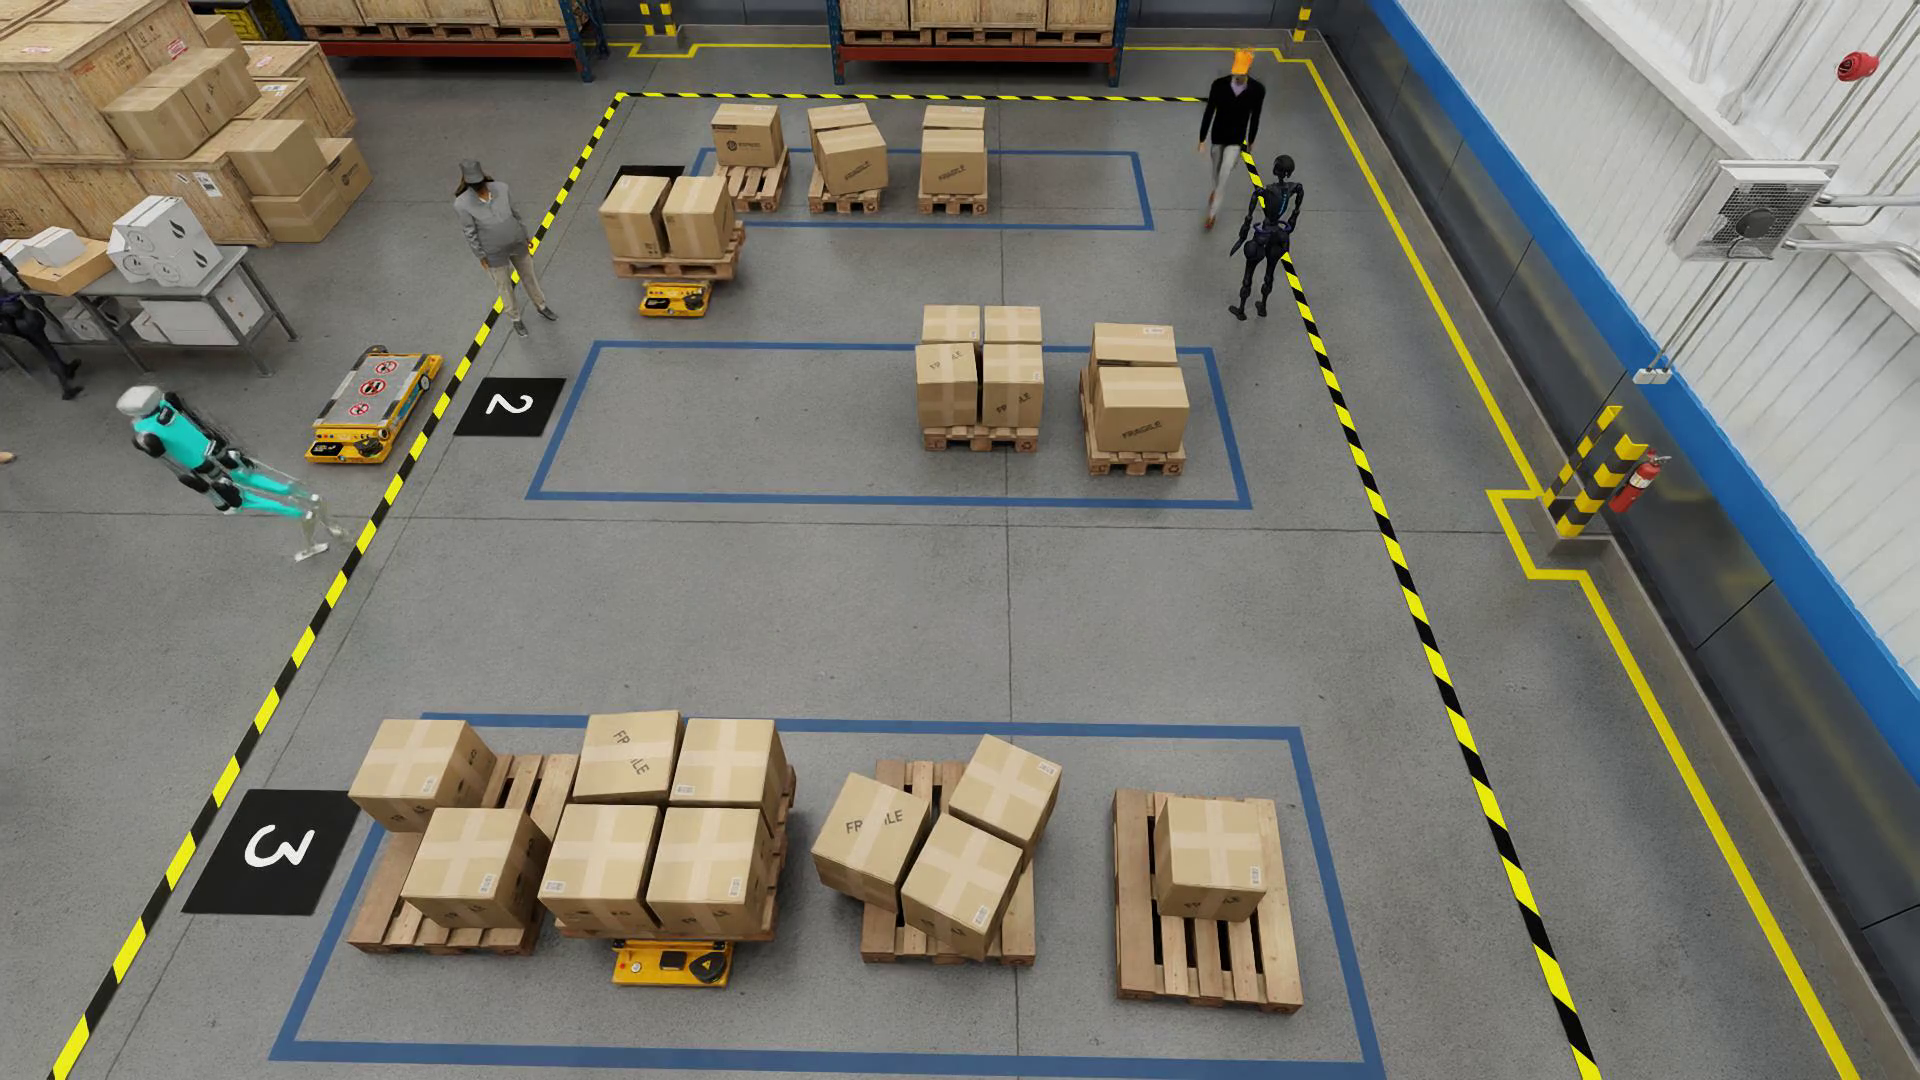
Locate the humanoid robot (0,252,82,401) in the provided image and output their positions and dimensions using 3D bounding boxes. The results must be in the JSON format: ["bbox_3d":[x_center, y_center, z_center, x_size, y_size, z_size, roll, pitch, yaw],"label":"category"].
[{"bbox_3d":[-8.478,-2.027,8.172,0.613,1.628,0.643,-9,50,-7],"label":"humanoid robot"}]

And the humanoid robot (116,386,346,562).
[{"bbox_3d":[-5.219,-0.452,6.810,0.800,1.791,0.564,-10,50,-8],"label":"humanoid robot"}]

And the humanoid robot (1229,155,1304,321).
[{"bbox_3d":[2.965,-2.918,8.902,0.599,1.659,0.315,-8,50,-7],"label":"humanoid robot"}]

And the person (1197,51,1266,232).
[{"bbox_3d":[2.947,-4.449,10.113,0.587,1.826,0.998,20,53,16],"label":"person"}]

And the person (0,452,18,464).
[{"bbox_3d":[-8.489,-1.258,7.278,0.412,2.041,0.616,2,50,2],"label":"person"}]

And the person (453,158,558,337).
[{"bbox_3d":[-4.369,-2.806,8.757,0.394,1.767,0.574,34,58,25],"label":"person"}]

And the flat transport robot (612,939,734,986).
[{"bbox_3d":[-1.659,1.971,5.681,0.652,0.197,1.431,1,50,1],"label":"flat transport robot"}]

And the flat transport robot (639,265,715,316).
[{"bbox_3d":[-2.944,-2.906,9.808,0.652,0.197,1.431,1,50,1],"label":"flat transport robot"}]

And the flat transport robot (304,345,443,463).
[{"bbox_3d":[-5.383,-1.269,8.441,0.659,0.231,1.431,1,50,1],"label":"flat transport robot"}]
